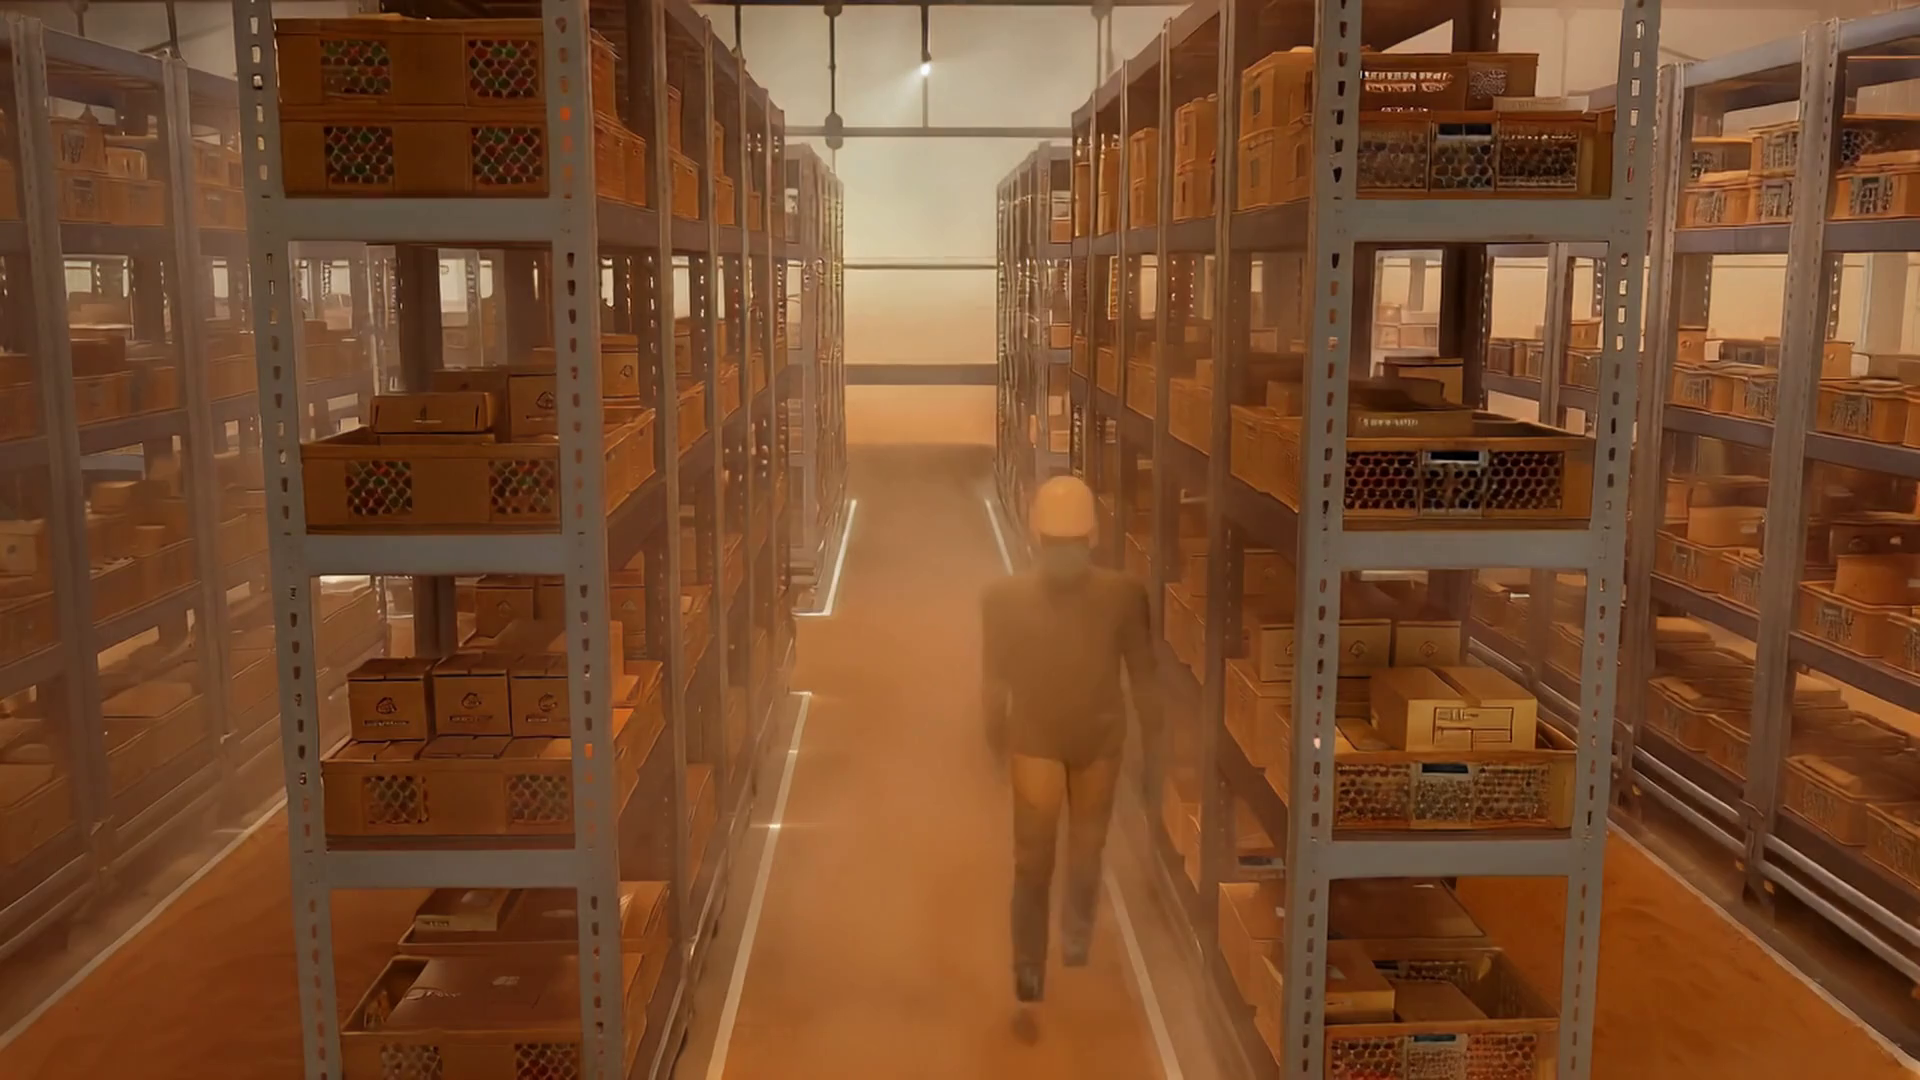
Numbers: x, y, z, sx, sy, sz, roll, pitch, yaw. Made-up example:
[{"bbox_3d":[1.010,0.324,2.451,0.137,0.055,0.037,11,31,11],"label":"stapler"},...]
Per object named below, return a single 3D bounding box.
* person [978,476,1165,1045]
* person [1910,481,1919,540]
[{"bbox_3d":[0.395,0.761,5.822,0.637,1.964,0.797,-1,9,-4],"label":"person"},{"bbox_3d":[6.852,-0.109,11.488,0.473,1.828,0.611,-5,11,-30],"label":"person"}]
